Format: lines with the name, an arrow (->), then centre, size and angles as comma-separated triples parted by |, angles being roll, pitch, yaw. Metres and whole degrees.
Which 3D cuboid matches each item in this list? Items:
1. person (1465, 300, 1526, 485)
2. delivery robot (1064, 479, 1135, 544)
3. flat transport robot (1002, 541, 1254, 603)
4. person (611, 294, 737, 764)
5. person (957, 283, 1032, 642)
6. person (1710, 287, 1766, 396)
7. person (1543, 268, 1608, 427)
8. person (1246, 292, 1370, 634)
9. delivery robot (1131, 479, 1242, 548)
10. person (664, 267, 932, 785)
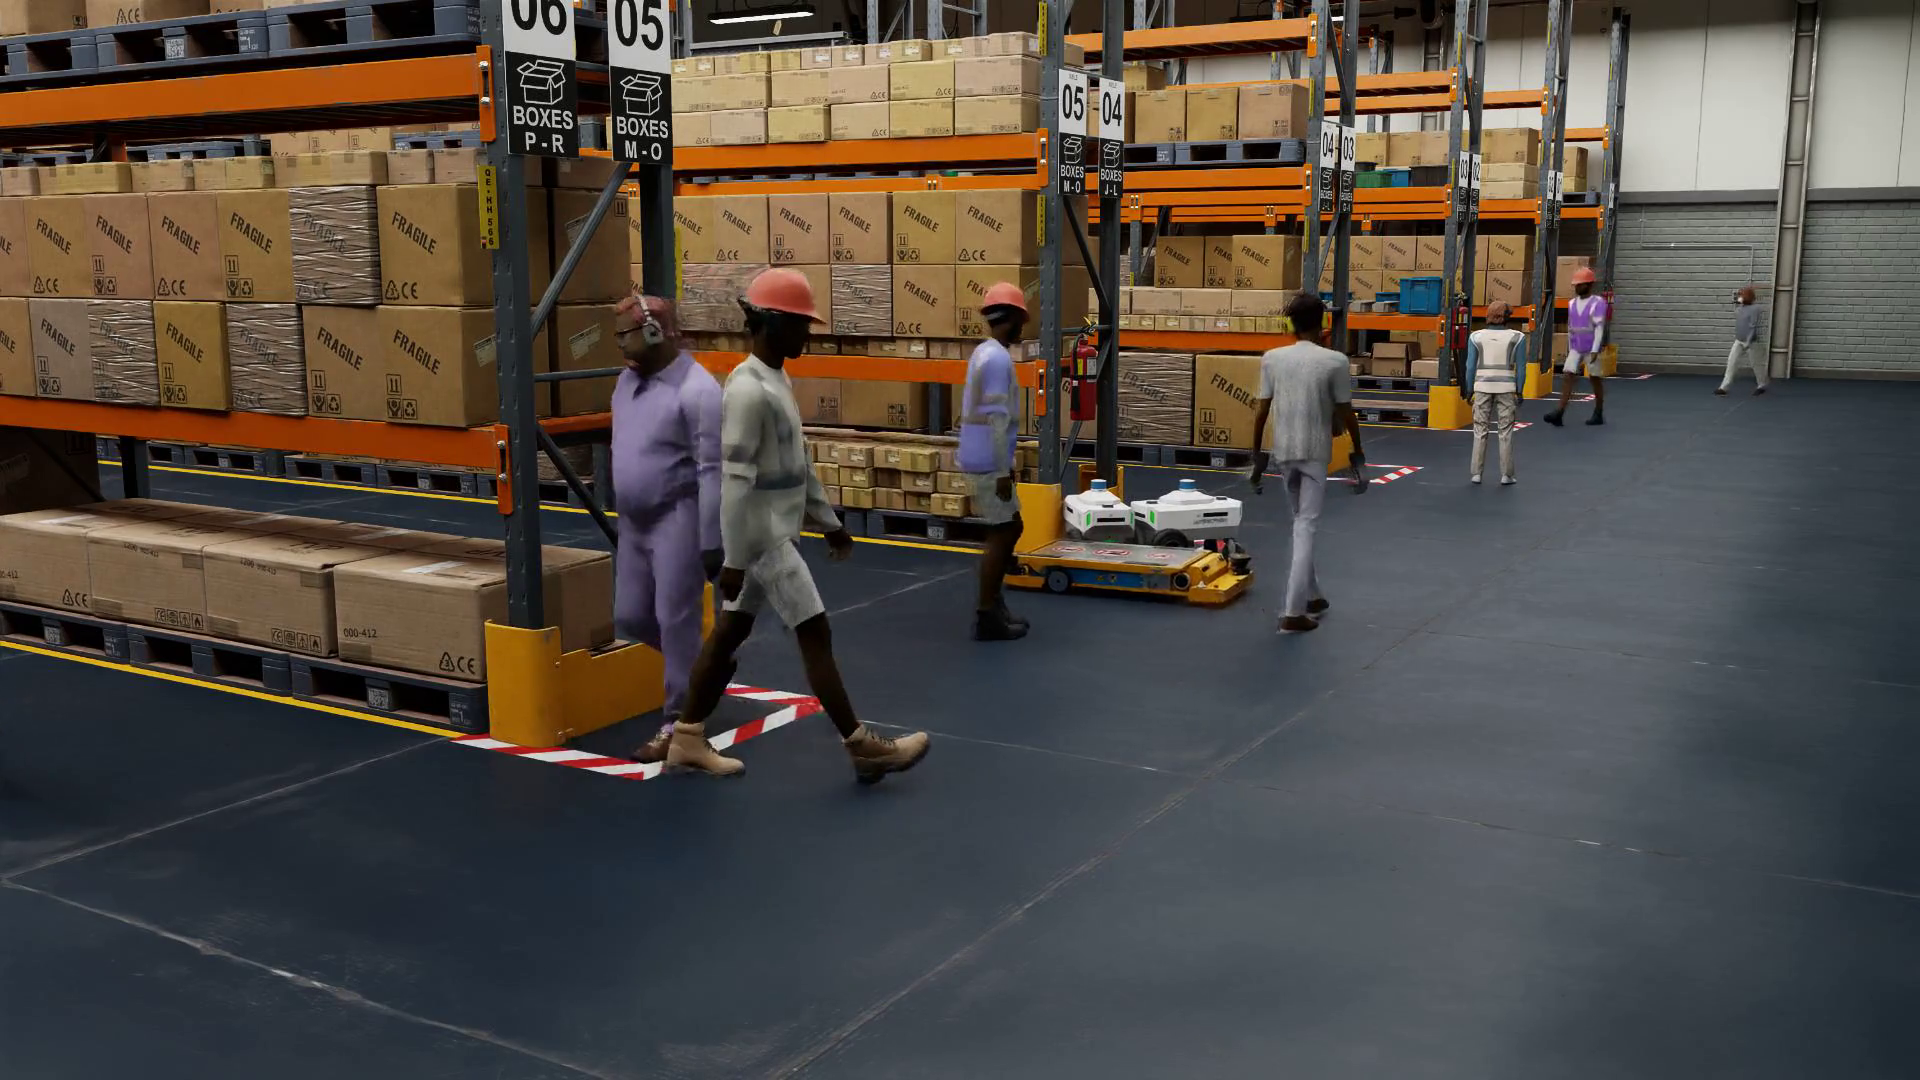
person -> 4.754, -1.303, 14.791 | 0.515, 1.638, 0.315 | 5, 11, 25
delivery robot -> 0.913, -0.156, 10.969 | 0.477, 0.478, 0.707 | -1, 10, -8
flat transport robot -> 1.008, 0.174, 10.140 | 1.431, 0.197, 0.652 | 4, 11, 24
person -> -1.164, -0.060, 6.806 | 0.545, 1.878, 0.674 | -9, 13, -43
person -> 0.196, -0.415, 8.895 | 0.417, 1.894, 0.565 | -1, 10, -4
person -> 11.377, -2.869, 24.094 | 0.847, 1.591, 0.513 | -3, 10, -16
person -> 7.413, -2.285, 19.817 | 0.996, 1.883, 0.568 | -7, 12, -35
person -> 1.946, -0.434, 9.136 | 0.607, 1.826, 0.819 | 7, 12, 37
delivery robot -> 1.496, -0.156, 10.968 | 0.707, 0.478, 0.477 | -4, 10, -20
person -> -0.674, -0.034, 6.361 | 1.059, 1.979, 0.595 | 0, 10, -3
